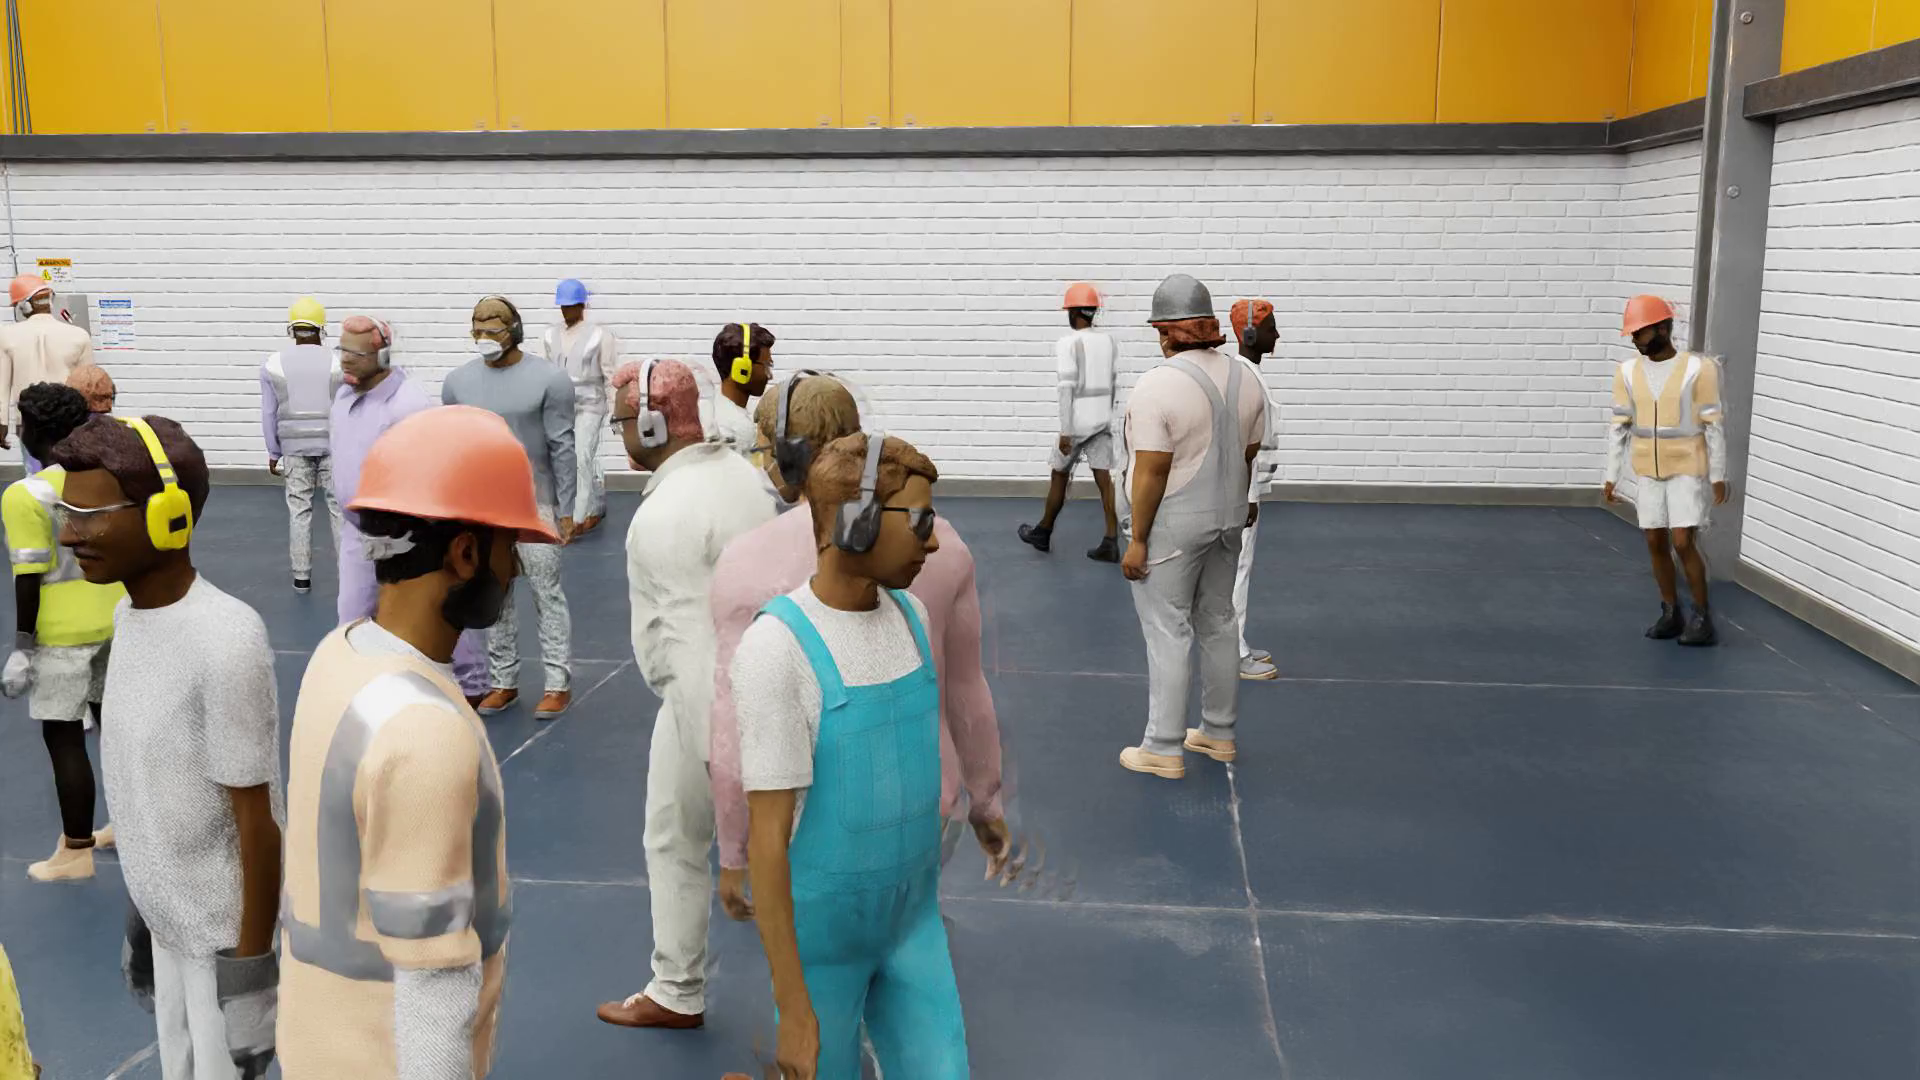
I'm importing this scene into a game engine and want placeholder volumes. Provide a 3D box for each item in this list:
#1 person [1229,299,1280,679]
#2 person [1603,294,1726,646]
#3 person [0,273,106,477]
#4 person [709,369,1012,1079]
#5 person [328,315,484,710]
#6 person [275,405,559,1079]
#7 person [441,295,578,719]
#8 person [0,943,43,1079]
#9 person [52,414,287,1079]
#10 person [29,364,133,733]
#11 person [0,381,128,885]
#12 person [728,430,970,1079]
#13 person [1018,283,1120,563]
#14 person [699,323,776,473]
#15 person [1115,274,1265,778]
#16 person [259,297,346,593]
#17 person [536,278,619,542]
[{"bbox_3d":[1.431,-0.258,8.339,0.353,1.883,0.573,1,10,8],"label":"person"},{"bbox_3d":[3.802,-0.376,8.998,0.530,1.887,0.594,-9,13,-42],"label":"person"},{"bbox_3d":[-6.178,-0.822,11.322,0.675,1.963,0.448,-6,11,-30],"label":"person"},{"bbox_3d":[-0.196,0.591,3.505,1.048,1.880,0.662,9,14,43],"label":"person"},{"bbox_3d":[-2.492,-0.051,7.257,0.659,1.855,0.942,6,11,30],"label":"person"},{"bbox_3d":[-0.776,0.760,2.462,0.433,1.910,0.594,-5,11,-27],"label":"person"},{"bbox_3d":[-2.040,-0.146,7.584,0.637,1.929,0.368,1,10,8],"label":"person"},{"bbox_3d":[-0.694,1.075,1.160,0.530,1.724,0.358,-7,12,-34],"label":"person"},{"bbox_3d":[-1.335,0.703,2.917,0.320,1.860,0.526,-10,14,-44],"label":"person"},{"bbox_3d":[-3.795,0.040,7.351,0.535,1.628,0.322,-7,12,-34],"label":"person"},{"bbox_3d":[-3.006,0.307,5.652,0.323,1.695,0.546,2,10,9],"label":"person"},{"bbox_3d":[-0.158,0.729,2.903,0.602,1.808,0.609,-9,14,-43],"label":"person"},{"bbox_3d":[0.794,-0.816,11.497,0.581,1.891,0.955,-7,12,-37],"label":"person"},{"bbox_3d":[-0.850,0.097,6.402,0.344,1.857,0.525,-5,11,-25],"label":"person"},{"bbox_3d":[0.882,-0.067,6.797,0.688,2.000,0.535,-8,13,-40],"label":"person"},{"bbox_3d":[-4.000,-0.581,10.333,0.597,1.832,0.404,-3,10,-16],"label":"person"},{"bbox_3d":[-2.872,-0.945,12.185,0.619,1.904,0.905,3,10,19],"label":"person"}]
